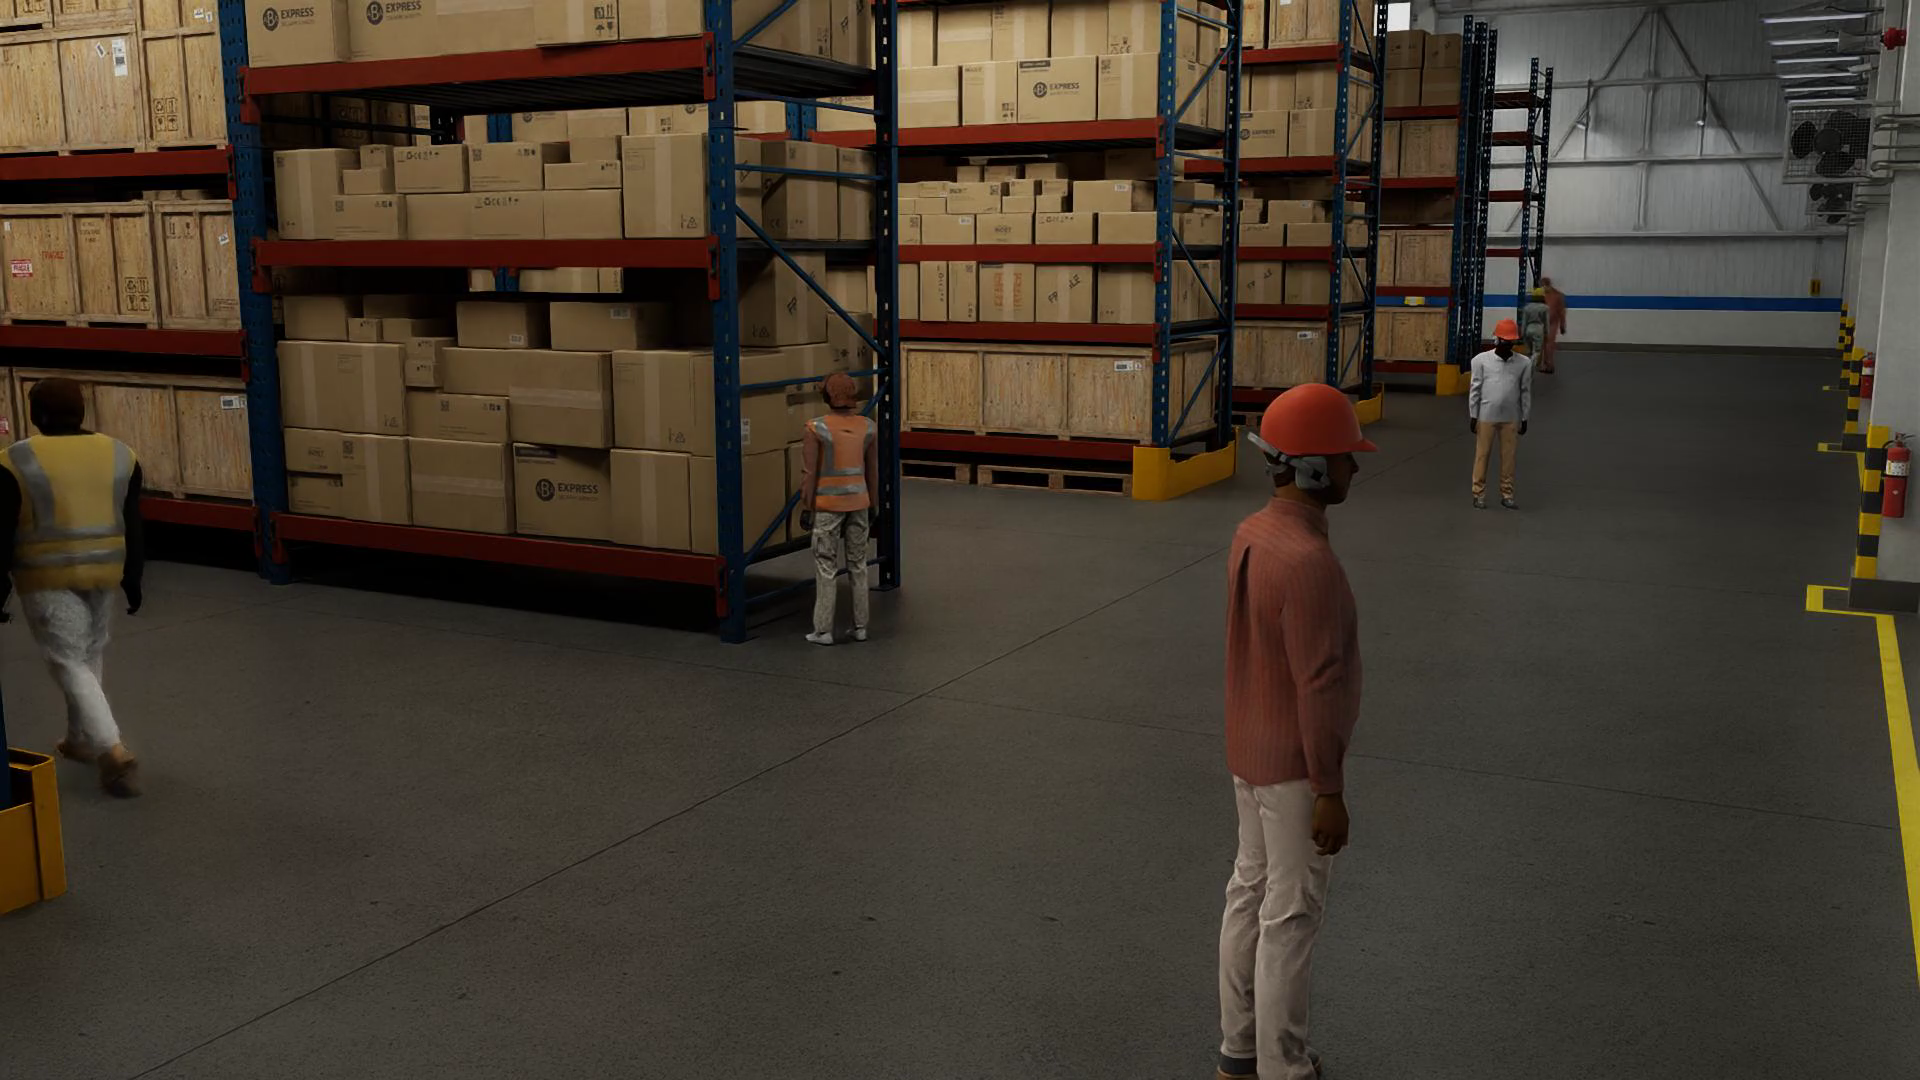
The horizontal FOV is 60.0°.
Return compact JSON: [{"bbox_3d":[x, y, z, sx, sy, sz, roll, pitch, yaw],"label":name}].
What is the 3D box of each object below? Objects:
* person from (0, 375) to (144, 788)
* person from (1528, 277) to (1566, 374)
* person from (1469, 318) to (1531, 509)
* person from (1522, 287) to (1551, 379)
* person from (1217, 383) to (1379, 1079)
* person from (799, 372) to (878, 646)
[{"bbox_3d":[-3.911,0.179,7.343,0.907,1.812,0.634,7,12,37],"label":"person"},{"bbox_3d":[11.294,-4.130,32.146,0.917,1.852,0.673,-9,13,-41],"label":"person"},{"bbox_3d":[4.922,-1.143,15.157,0.562,1.743,0.347,0,10,2],"label":"person"},{"bbox_3d":[10.531,-3.778,30.495,0.514,1.712,0.668,8,13,39],"label":"person"},{"bbox_3d":[0.892,0.580,4.446,0.379,1.996,0.611,-2,10,-9],"label":"person"},{"bbox_3d":[-0.712,-0.183,9.923,0.526,1.631,0.321,-7,12,-33],"label":"person"}]
